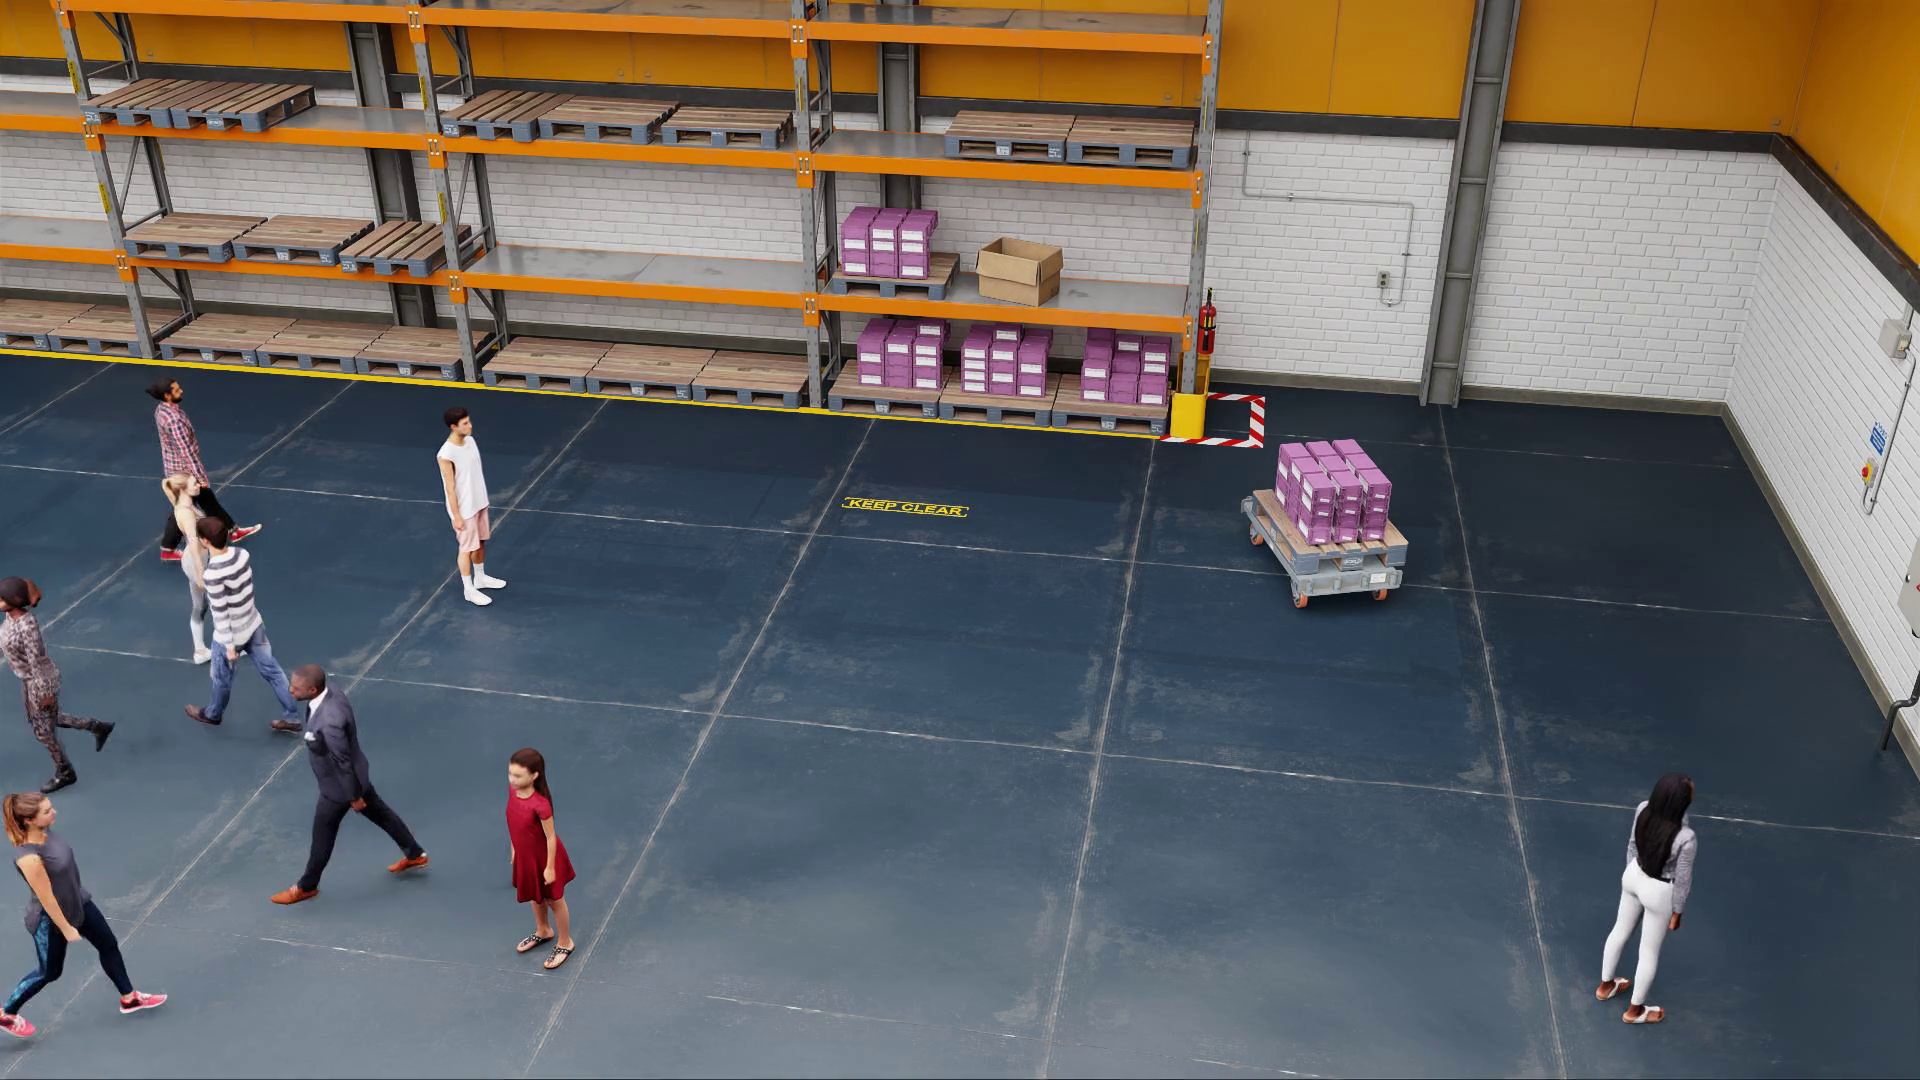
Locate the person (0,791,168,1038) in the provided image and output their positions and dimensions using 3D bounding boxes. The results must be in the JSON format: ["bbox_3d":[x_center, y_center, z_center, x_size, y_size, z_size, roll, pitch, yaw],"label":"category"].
[{"bbox_3d":[-5.318,2.216,9.654,1.208,1.685,0.852,-5,29,-10],"label":"person"}]

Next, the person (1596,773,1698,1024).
[{"bbox_3d":[4.091,2.091,9.842,0.680,1.724,0.667,-11,31,-19],"label":"person"}]

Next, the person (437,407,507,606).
[{"bbox_3d":[-4.207,-0.318,14.193,0.559,1.786,0.651,6,29,11],"label":"person"}]

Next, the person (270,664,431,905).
[{"bbox_3d":[-3.905,1.555,10.777,1.359,1.769,1.122,-8,30,-14],"label":"person"}]

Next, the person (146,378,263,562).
[{"bbox_3d":[-6.957,-0.588,14.756,1.239,1.722,1.150,-16,33,-27],"label":"person"}]

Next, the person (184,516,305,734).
[{"bbox_3d":[-5.252,0.691,12.324,1.147,1.805,0.746,7,29,13],"label":"person"}]

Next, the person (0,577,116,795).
[{"bbox_3d":[-6.479,0.998,11.871,0.888,1.700,0.900,25,38,38],"label":"person"}]

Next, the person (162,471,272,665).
[{"bbox_3d":[-6.147,0.248,13.263,0.914,1.683,0.845,-18,33,-29],"label":"person"}]

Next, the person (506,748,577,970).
[{"bbox_3d":[-2.618,1.937,10.305,0.649,1.551,0.708,19,34,30],"label":"person"}]
